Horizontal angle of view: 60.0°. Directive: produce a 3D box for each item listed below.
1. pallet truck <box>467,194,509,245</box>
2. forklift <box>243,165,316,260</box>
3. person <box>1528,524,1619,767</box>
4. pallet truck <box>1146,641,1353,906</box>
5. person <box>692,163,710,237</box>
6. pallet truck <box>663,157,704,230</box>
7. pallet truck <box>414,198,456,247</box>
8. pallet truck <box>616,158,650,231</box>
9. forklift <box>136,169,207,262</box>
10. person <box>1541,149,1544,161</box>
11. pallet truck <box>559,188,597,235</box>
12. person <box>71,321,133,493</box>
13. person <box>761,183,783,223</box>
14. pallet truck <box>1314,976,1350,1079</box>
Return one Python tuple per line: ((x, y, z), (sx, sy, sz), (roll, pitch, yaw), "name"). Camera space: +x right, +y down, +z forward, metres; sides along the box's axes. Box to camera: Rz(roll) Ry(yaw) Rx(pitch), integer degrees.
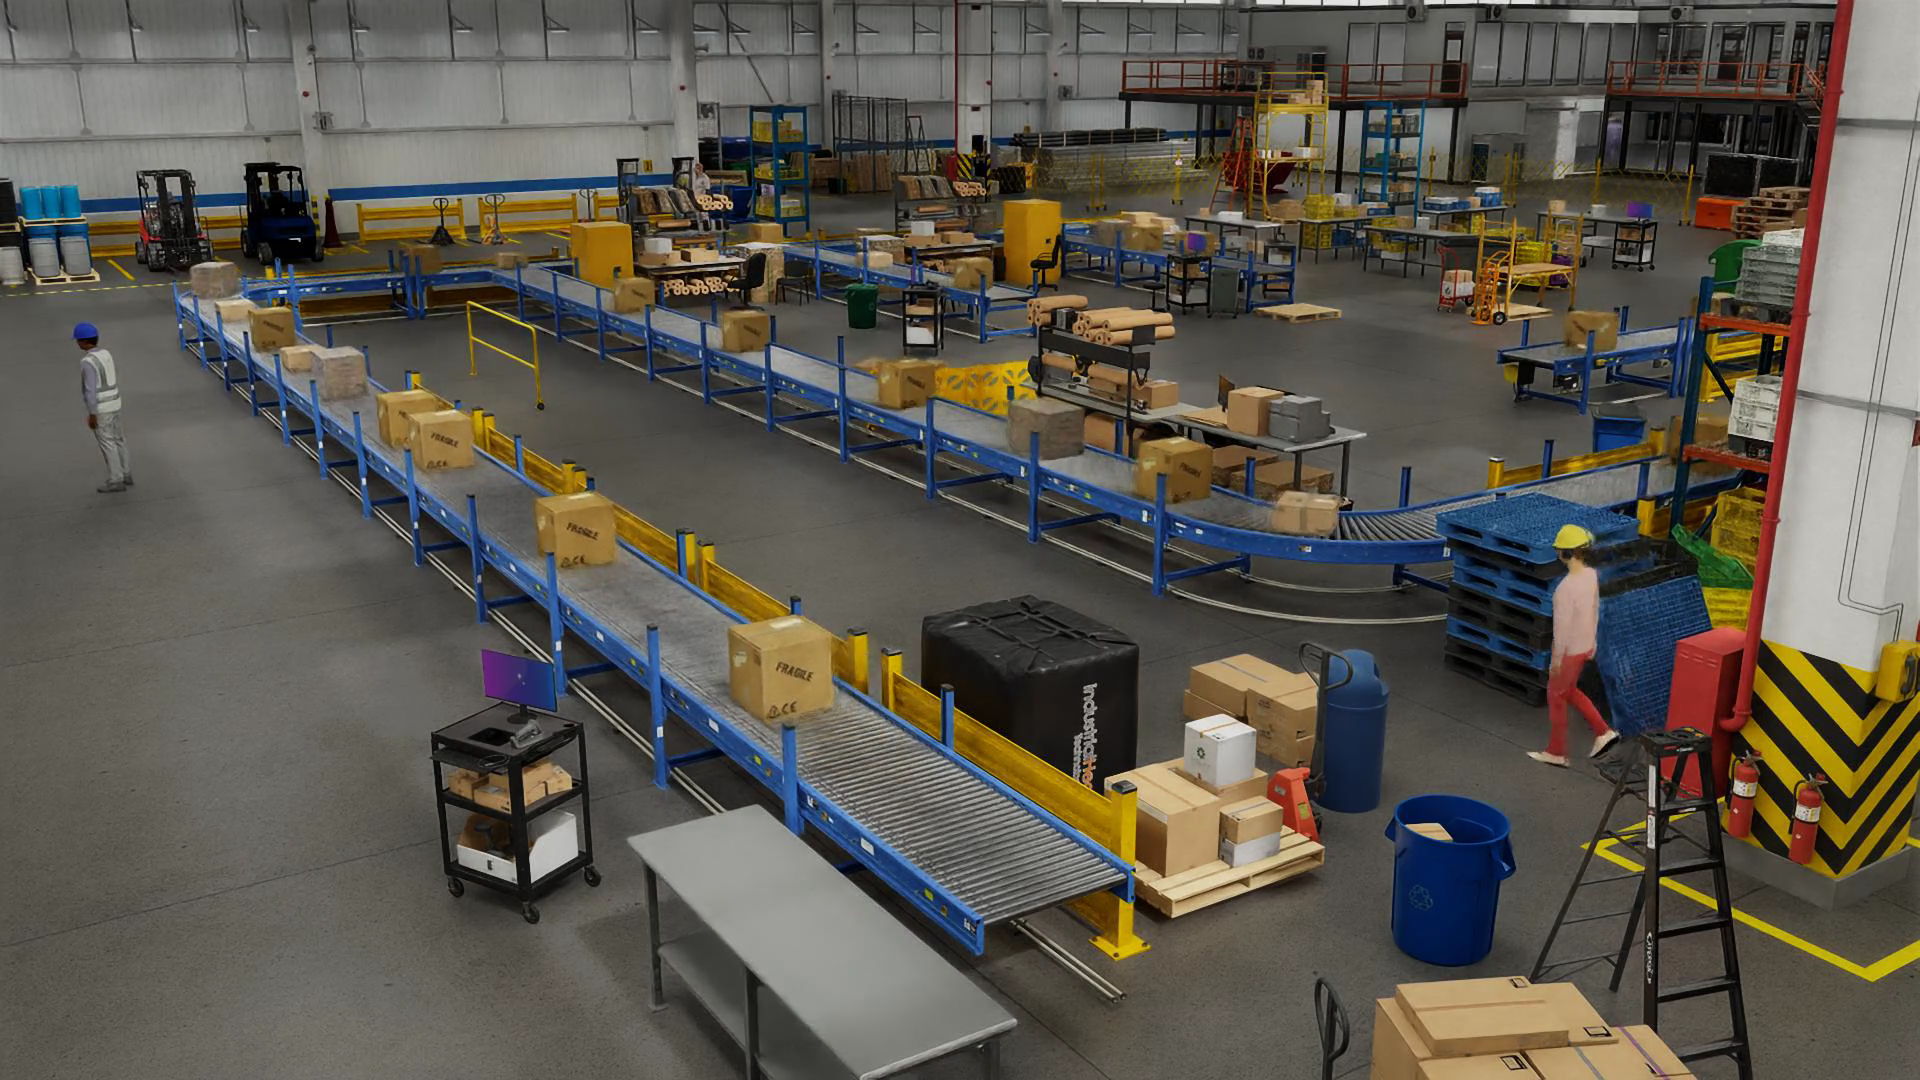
((-11.983, -8.177, 42.137), (0.704, 1.261, 1.522), (-11, 20, -33), "pallet truck")
((-15.898, -7.669, 38.708), (1.157, 1.987, 2.680), (-11, 20, -33), "forklift")
((4.306, 0.758, 11.616), (0.527, 1.748, 0.547), (15, 22, 41), "person")
((1.664, 1.407, 10.232), (1.630, 1.274, 0.653), (-10, 20, -31), "pallet truck")
((-6.744, -8.805, 43.174), (0.410, 1.909, 0.643), (-15, 22, -40), "person")
((-7.586, -9.308, 44.692), (0.823, 1.965, 1.885), (-11, 20, -33), "pallet truck")
((-13.250, -8.060, 41.856), (0.680, 1.201, 1.601), (-10, 20, -31), "pallet truck")
((-8.918, -9.176, 44.255), (0.823, 1.965, 1.885), (-9, 19, -27), "pallet truck")
((-17.842, -7.318, 37.559), (1.157, 1.987, 2.680), (-10, 20, -31), "forklift")
((21.836, -14.494, 62.577), (0.496, 1.624, 0.287), (9, 19, 27), "person")
((-10.010, -8.652, 43.699), (0.653, 1.274, 1.630), (-10, 20, -31), "pallet truck")
((-9.725, -1.511, 18.837), (0.408, 1.945, 0.607), (-2, 17, -5), "person")
((-4.631, -8.282, 41.201), (0.616, 2.041, 0.377), (-7, 18, -23), "person")
((2.299, 2.390, 7.086), (1.601, 1.201, 0.680), (-2, 17, -7), "pallet truck")
